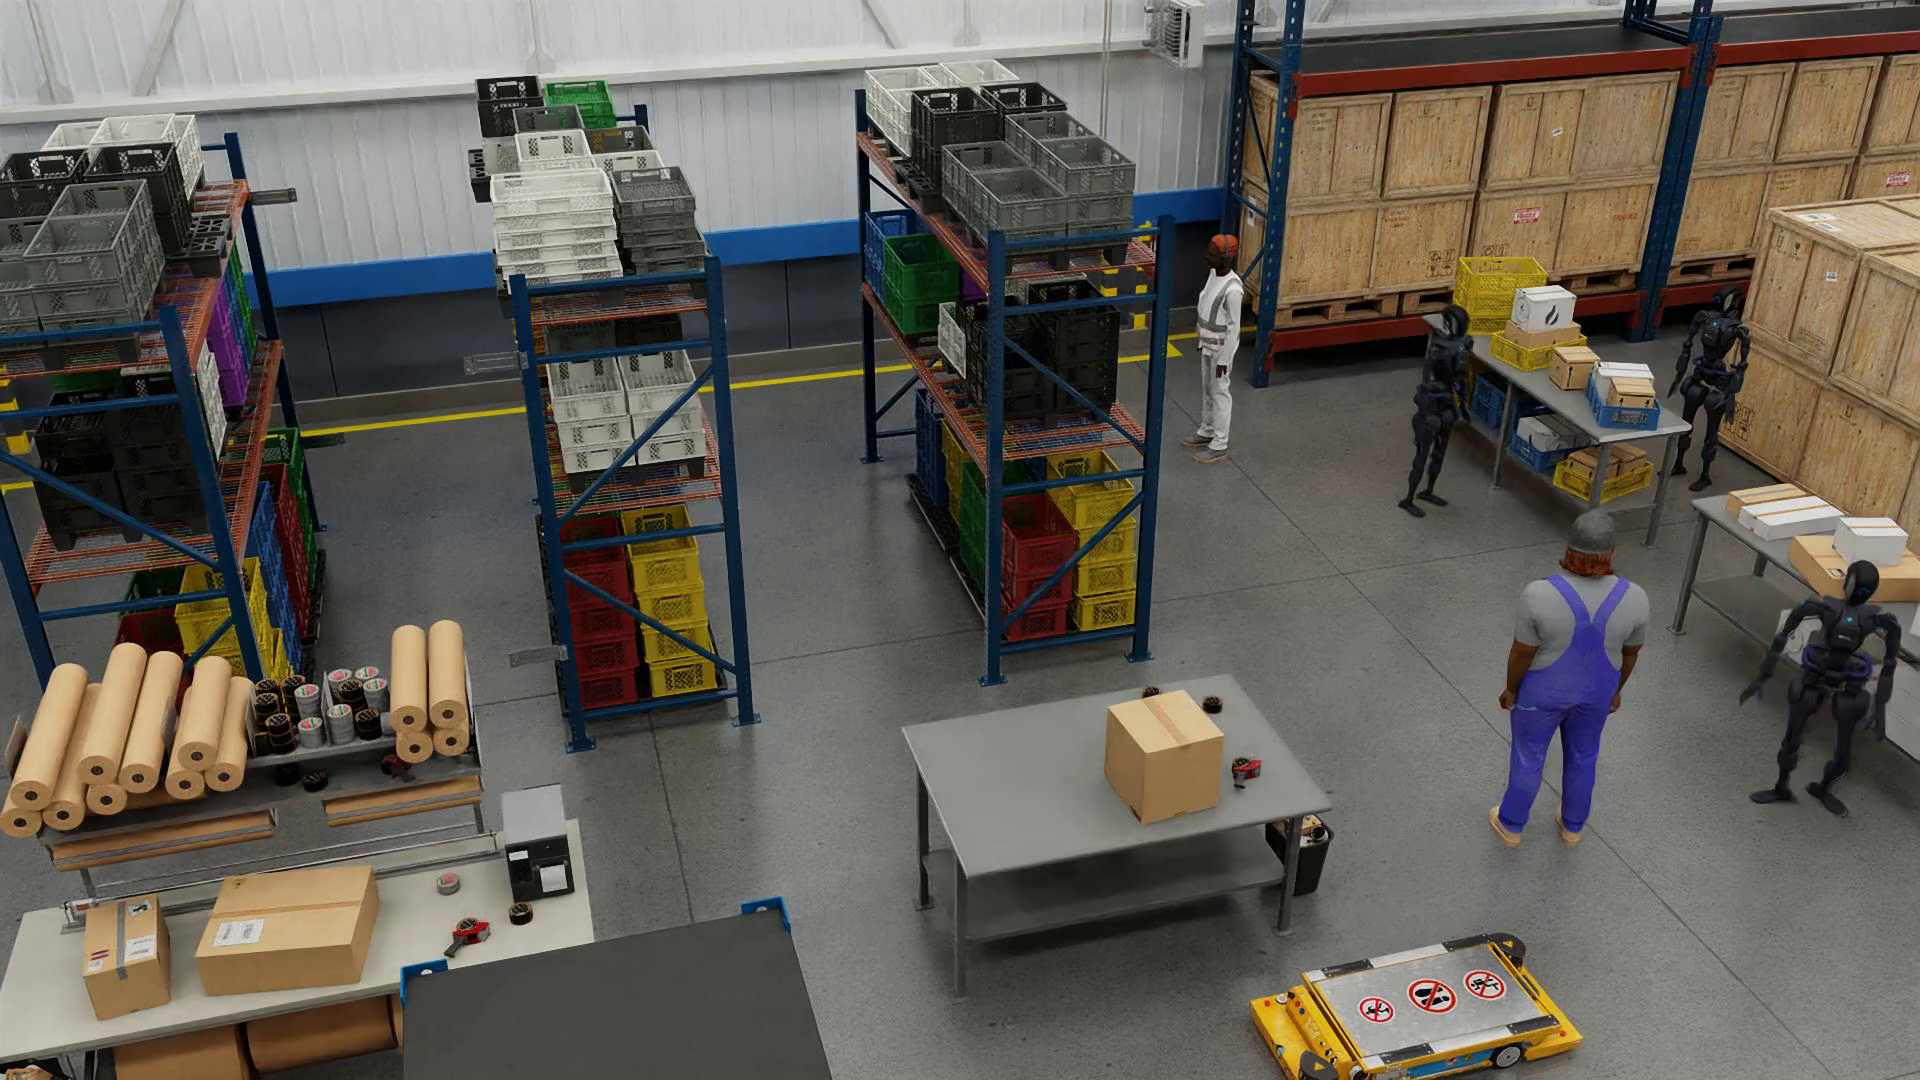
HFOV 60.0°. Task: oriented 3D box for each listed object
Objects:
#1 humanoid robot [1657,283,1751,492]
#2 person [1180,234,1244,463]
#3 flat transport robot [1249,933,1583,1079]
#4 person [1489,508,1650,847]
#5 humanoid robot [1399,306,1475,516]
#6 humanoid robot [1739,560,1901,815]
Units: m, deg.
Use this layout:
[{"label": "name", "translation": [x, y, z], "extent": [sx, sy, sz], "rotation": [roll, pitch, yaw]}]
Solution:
[{"label": "humanoid robot", "translation": [5.780, -1.192, 12.855], "extent": [0.313, 1.657, 0.609], "rotation": [-16, 32, -26]}, {"label": "person", "translation": [2.038, -1.530, 13.271], "extent": [0.357, 1.882, 0.573], "rotation": [-5, 29, -9]}, {"label": "flat transport robot", "translation": [2.184, 2.282, 7.980], "extent": [1.431, 0.197, 0.652], "rotation": [-8, 30, -14]}, {"label": "person", "translation": [3.242, 0.745, 8.969], "extent": [0.682, 2.000, 0.536], "rotation": [1, 29, 2]}, {"label": "humanoid robot", "translation": [3.600, -0.978, 12.473], "extent": [0.590, 1.649, 0.331], "rotation": [-21, 35, -33]}, {"label": "humanoid robot", "translation": [4.778, 0.810, 9.216], "extent": [0.737, 1.646, 0.431], "rotation": [15, 32, 25]}]
